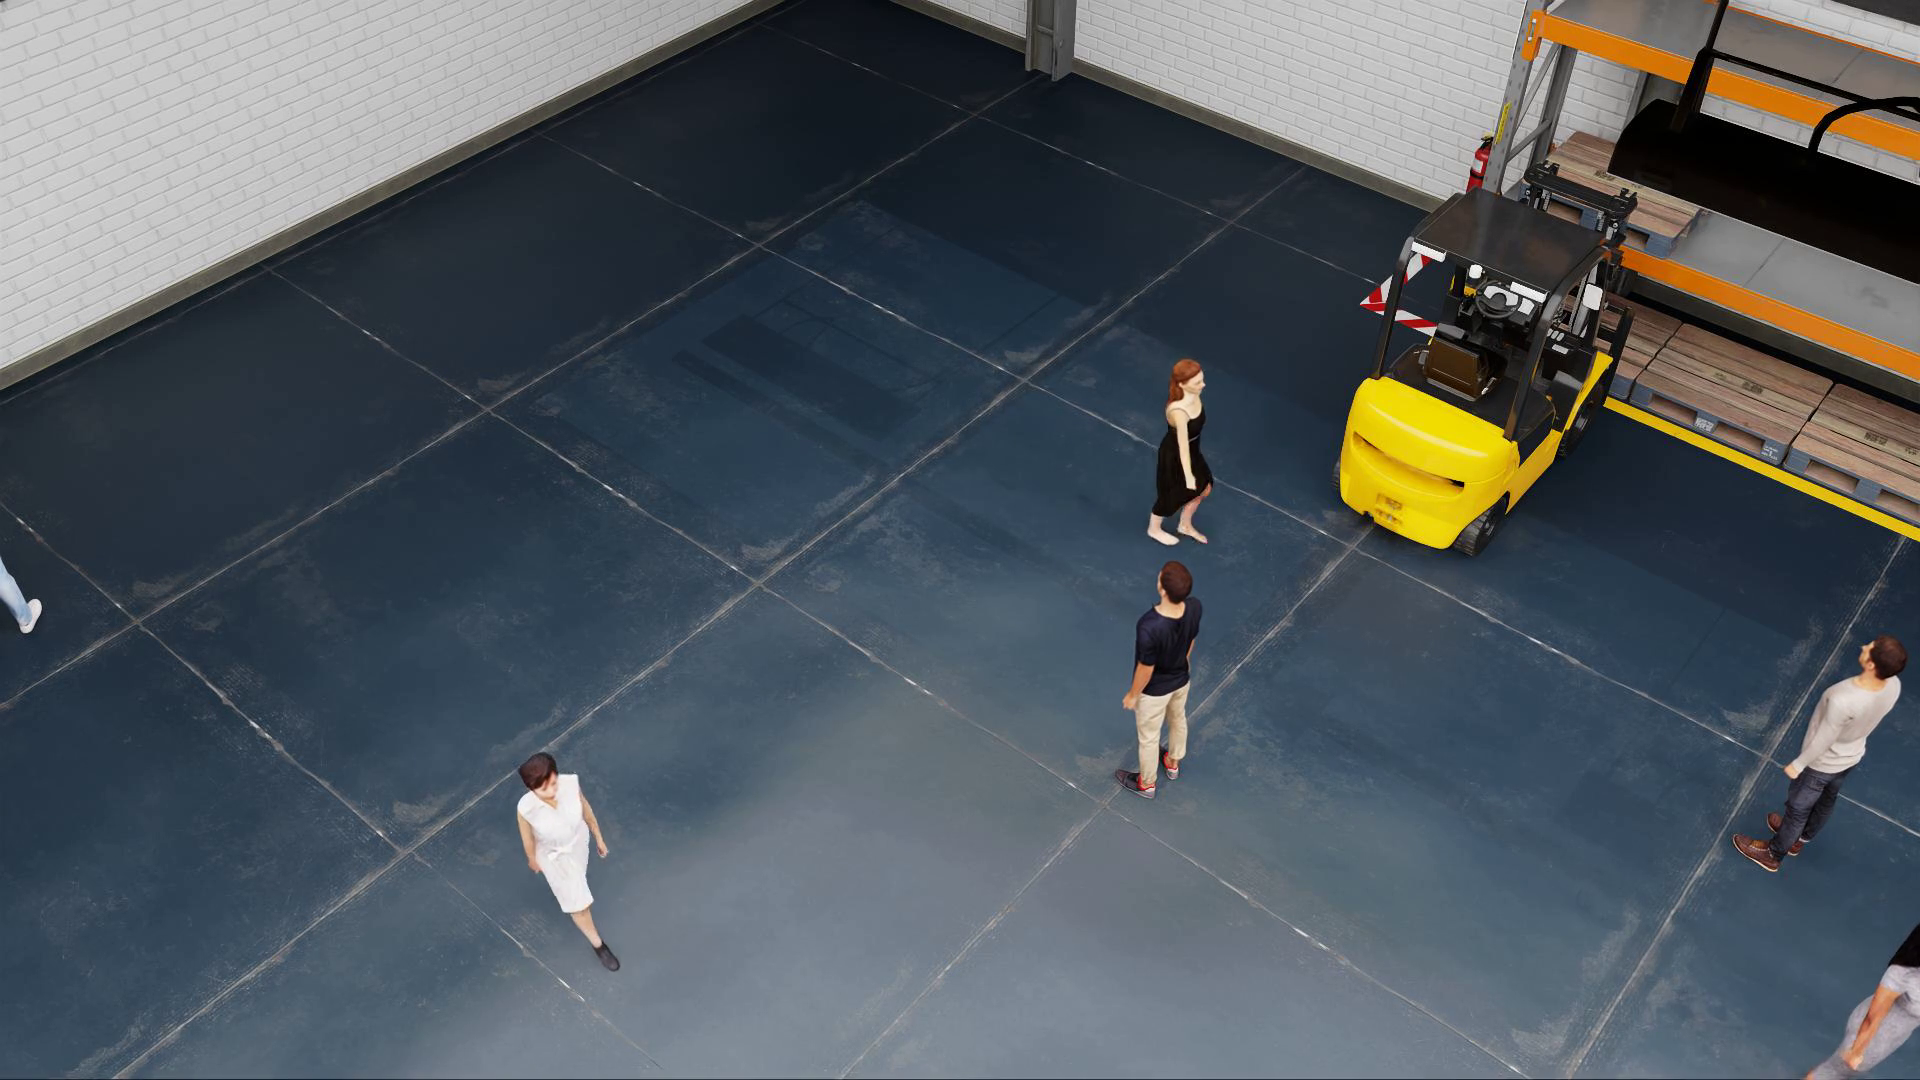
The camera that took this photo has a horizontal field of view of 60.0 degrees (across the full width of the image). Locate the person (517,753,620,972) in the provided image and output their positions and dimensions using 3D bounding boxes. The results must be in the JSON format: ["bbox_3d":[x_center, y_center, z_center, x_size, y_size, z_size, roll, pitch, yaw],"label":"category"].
[{"bbox_3d":[-2.215,1.649,9.149,0.988,1.516,0.559,33,52,30],"label":"person"}]

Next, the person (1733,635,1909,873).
[{"bbox_3d":[4.893,1.211,9.353,0.724,1.868,0.699,-21,47,-21],"label":"person"}]

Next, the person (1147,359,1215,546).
[{"bbox_3d":[1.428,-0.591,11.435,0.695,1.606,0.622,22,48,22],"label":"person"}]

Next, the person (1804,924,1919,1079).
[{"bbox_3d":[4.495,2.403,8.165,0.655,1.781,0.641,-21,48,-21],"label":"person"}]

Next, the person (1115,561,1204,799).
[{"bbox_3d":[1.196,0.825,9.765,0.679,1.859,0.593,-29,51,-27],"label":"person"}]
